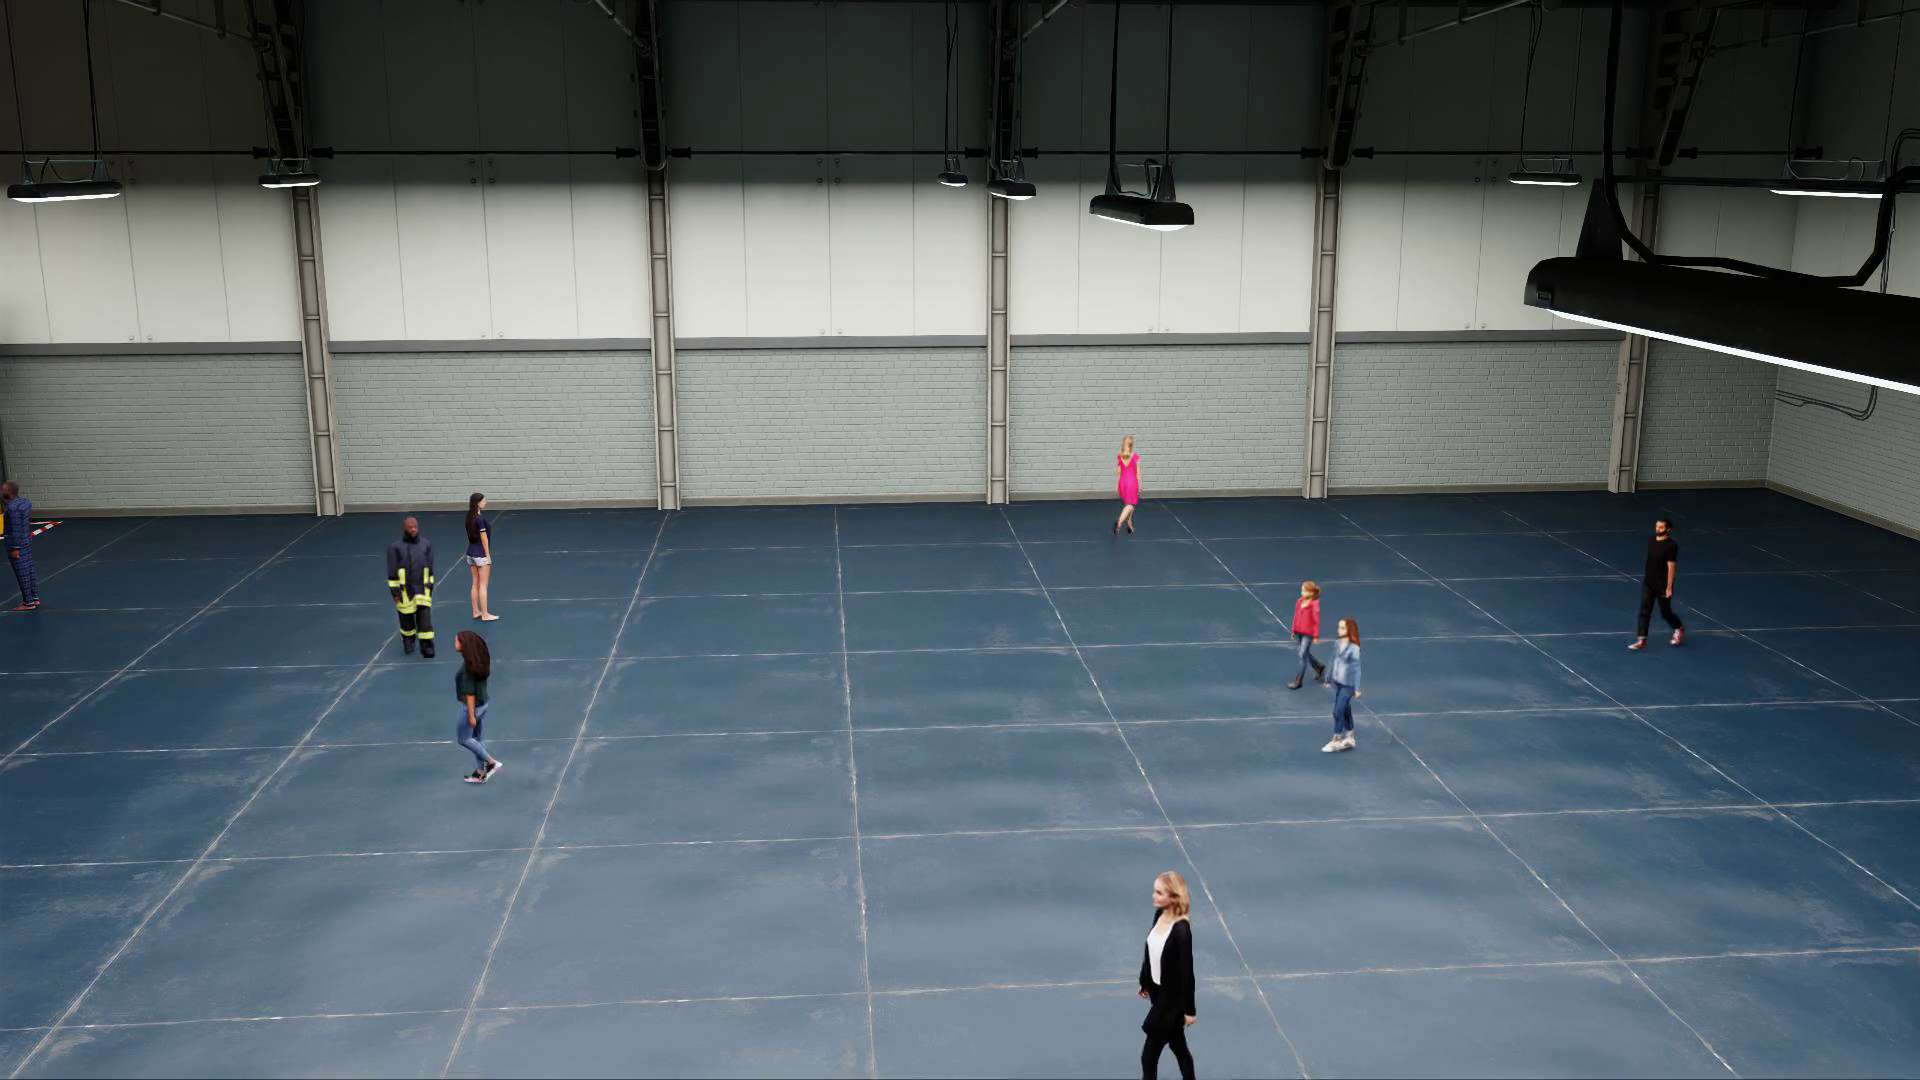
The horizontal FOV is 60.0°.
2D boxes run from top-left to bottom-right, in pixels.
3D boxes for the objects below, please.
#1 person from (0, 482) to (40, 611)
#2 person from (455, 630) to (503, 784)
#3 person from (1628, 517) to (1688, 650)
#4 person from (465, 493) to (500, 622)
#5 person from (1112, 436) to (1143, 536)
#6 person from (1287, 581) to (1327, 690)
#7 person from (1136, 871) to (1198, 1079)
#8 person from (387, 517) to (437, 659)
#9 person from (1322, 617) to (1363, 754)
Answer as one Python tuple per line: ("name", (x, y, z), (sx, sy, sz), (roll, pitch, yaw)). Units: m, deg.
("person", (-13.248, 0.067, 23.420), (0.623, 1.824, 0.695), (-2, 13, -10))
("person", (-4.842, 1.701, 16.852), (0.723, 1.603, 0.649), (1, 13, 5))
("person", (9.077, 0.570, 21.462), (1.196, 1.728, 0.883), (-6, 14, -24))
("person", (-6.623, 0.224, 22.871), (0.660, 1.766, 0.707), (13, 18, 43))
("person", (2.769, -0.865, 27.723), (0.979, 1.698, 1.030), (10, 16, 37))
("person", (4.201, 1.127, 20.007), (0.938, 1.298, 0.745), (-8, 15, -31))
("person", (1.455, 3.005, 10.837), (0.990, 1.777, 0.733), (-3, 13, -14))
("person", (-7.023, 0.596, 21.209), (1.187, 1.791, 1.071), (-7, 15, -26))
("person", (4.194, 1.542, 17.845), (0.775, 1.465, 0.698), (-5, 14, -21))
